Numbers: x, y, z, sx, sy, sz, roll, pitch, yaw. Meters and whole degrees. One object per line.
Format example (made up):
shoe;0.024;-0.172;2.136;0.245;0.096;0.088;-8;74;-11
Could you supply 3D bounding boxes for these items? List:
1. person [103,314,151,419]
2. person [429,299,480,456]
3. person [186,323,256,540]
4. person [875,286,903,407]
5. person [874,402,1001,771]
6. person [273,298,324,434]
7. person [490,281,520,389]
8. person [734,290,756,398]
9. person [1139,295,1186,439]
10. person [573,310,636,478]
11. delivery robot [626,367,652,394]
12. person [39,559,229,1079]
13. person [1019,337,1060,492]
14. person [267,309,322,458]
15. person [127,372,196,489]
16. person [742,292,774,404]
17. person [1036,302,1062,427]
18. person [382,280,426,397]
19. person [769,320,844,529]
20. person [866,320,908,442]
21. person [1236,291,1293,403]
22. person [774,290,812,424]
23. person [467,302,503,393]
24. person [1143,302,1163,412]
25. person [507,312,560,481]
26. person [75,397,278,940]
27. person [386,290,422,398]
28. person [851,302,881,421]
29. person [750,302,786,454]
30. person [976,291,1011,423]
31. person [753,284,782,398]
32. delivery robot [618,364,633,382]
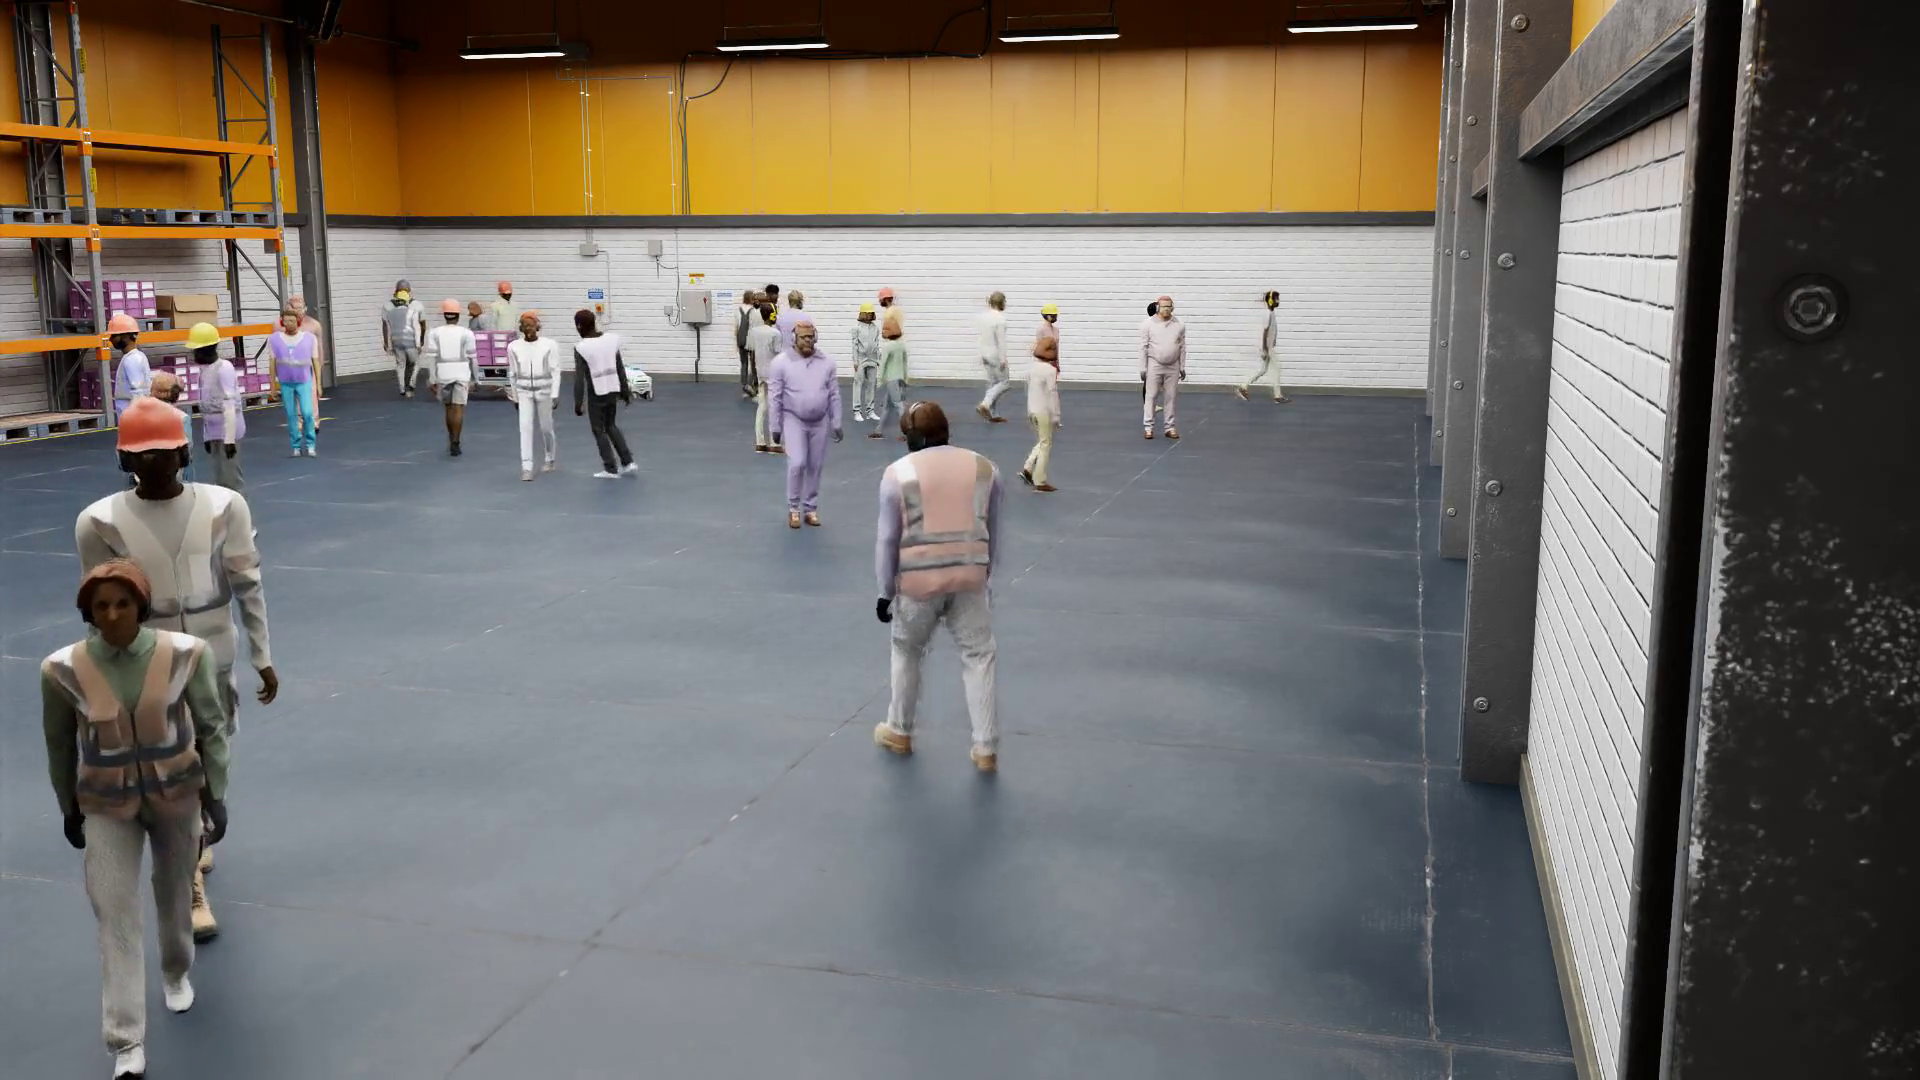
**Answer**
person;-7.603;-1.100;15.274;0.363;1.934;0.551;-4;11;-23
person;-6.215;-2.012;20.528;0.564;1.896;0.906;-1;10;-7
person;-6.372;-0.910;14.300;0.658;1.905;0.451;10;14;44
person;-1.123;-3.060;26.451;0.485;1.913;0.555;3;10;14
person;-0.127;0.221;8.236;0.643;1.794;0.740;-3;10;-16
person;-9.019;-2.368;22.704;0.649;1.849;1.013;-4;11;-22
person;-8.079;-3.612;29.469;0.670;1.962;0.667;5;11;26
person;-3.551;-3.297;28.024;0.523;1.824;0.402;3;10;14
person;2.701;-2.290;22.102;0.652;1.904;0.403;-2;10;-11
person;-3.938;-1.590;18.258;0.393;1.866;0.689;7;12;34
delivery robot;-5.353;-2.626;27.560;0.477;0.478;0.707;-4;11;-23
person;-2.579;0.848;5.249;0.513;1.582;0.900;-5;11;-26
person;0.879;-1.299;17.275;0.357;1.622;0.524;-5;11;-27
person;-8.019;-1.881;20.074;0.565;1.809;0.526;-2;10;-13
person;-5.960;-0.448;12.458;0.547;1.616;0.386;4;11;20
person;-3.258;-3.096;26.923;0.645;1.813;0.619;3;10;16
person;1.258;-2.455;23.431;0.310;1.768;0.533;7;12;33
person;-9.465;-3.469;28.391;0.680;2.000;1.012;-1;10;-5
person;-1.368;-1.042;15.101;0.647;1.889;0.584;-5;11;-25
person;-0.883;-2.088;21.853;0.841;1.589;0.512;6;11;29
person;4.998;-3.159;27.223;0.875;1.845;0.524;2;10;14
person;-2.346;-2.572;23.610;0.631;1.936;0.361;6;12;32
person;-8.413;-3.357;29.055;0.870;1.594;0.497;-6;12;-31
person;2.987;-2.823;25.712;0.319;1.696;0.532;4;11;23
person;-4.698;-1.612;18.451;0.577;1.849;0.937;-1;10;-5
person;-3.021;0.434;6.422;0.620;2.008;1.014;-7;12;-34
person;-9.385;-3.313;28.188;0.610;1.806;0.468;1;10;8
person;-1.364;-2.616;24.407;0.484;1.744;0.296;-8;13;-39
person;-2.359;-1.999;20.564;0.535;1.865;0.312;8;13;37
person;0.467;-2.608;23.880;0.501;1.922;0.636;-6;12;-30
person;-3.121;-3.287;27.756;1.003;1.900;0.612;8;13;37
delivery robot;-5.674;-2.742;28.219;0.477;0.478;0.707;-7;12;-36
